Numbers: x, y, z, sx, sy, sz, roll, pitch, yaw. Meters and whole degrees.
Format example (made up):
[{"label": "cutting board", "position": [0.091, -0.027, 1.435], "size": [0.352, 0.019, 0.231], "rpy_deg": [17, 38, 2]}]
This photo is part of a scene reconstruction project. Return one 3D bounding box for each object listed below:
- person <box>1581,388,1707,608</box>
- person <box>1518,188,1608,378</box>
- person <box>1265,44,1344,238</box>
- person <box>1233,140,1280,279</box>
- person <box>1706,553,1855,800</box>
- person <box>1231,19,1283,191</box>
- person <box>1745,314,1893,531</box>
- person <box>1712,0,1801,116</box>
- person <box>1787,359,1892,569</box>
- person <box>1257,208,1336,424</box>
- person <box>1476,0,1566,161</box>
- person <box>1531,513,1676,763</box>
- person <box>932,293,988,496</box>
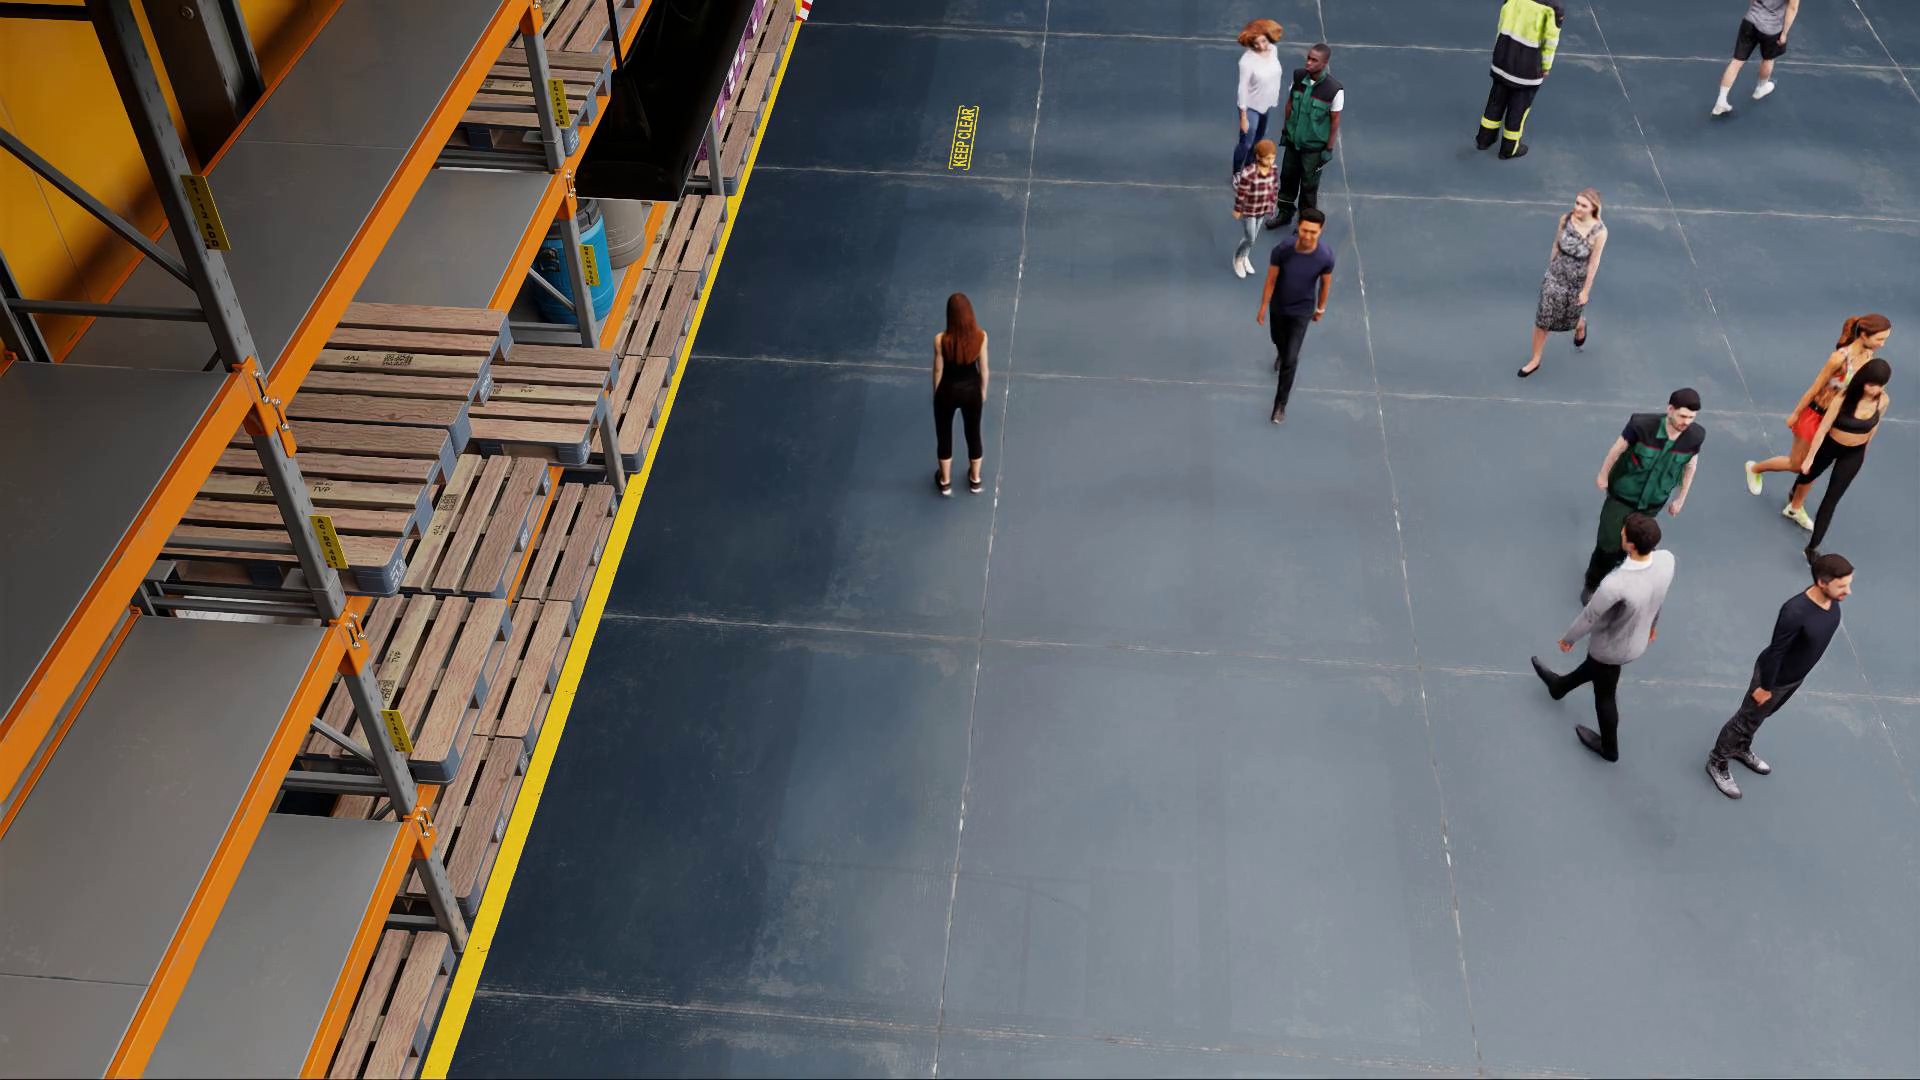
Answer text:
[{"label": "person", "position": [4.581, -0.384, 11.288], "size": [0.686, 1.876, 0.684], "rpy_deg": [6, 44, 6]}, {"label": "person", "position": [4.875, -2.061, 13.188], "size": [1.016, 1.685, 0.930], "rpy_deg": [-33, 52, -29]}, {"label": "person", "position": [3.048, -3.503, 14.590], "size": [0.778, 1.838, 0.814], "rpy_deg": [34, 53, 30]}, {"label": "person", "position": [2.511, -2.912, 14.362], "size": [0.603, 1.297, 0.640], "rpy_deg": [-18, 47, -18]}, {"label": "person", "position": [4.966, 0.785, 10.066], "size": [0.716, 1.870, 0.762], "rpy_deg": [-27, 50, -26]}, {"label": "person", "position": [2.701, -4.027, 15.254], "size": [1.007, 1.681, 0.892], "rpy_deg": [24, 49, 23]}, {"label": "person", "position": [6.141, -0.864, 11.864], "size": [0.905, 1.778, 1.011], "rpy_deg": [-22, 48, -21]}, {"label": "person", "position": [7.746, -4.981, 16.149], "size": [1.212, 1.827, 1.173], "rpy_deg": [-28, 50, -27]}, {"label": "person", "position": [6.190, -0.666, 11.783], "size": [0.660, 1.602, 1.115], "rpy_deg": [8, 44, 8]}, {"label": "person", "position": [2.589, -1.847, 12.913], "size": [0.887, 1.755, 1.227], "rpy_deg": [16, 46, 16]}, {"label": "person", "position": [5.264, -4.551, 15.587], "size": [0.920, 1.981, 0.857], "rpy_deg": [-29, 51, -27]}, {"label": "person", "position": [4.089, 0.672, 10.177], "size": [1.149, 1.881, 1.252], "rpy_deg": [-23, 48, -22]}, {"label": "person", "position": [-0.013, -1.052, 12.100], "size": [0.615, 1.724, 0.610], "rpy_deg": [-9, 44, -9]}]
